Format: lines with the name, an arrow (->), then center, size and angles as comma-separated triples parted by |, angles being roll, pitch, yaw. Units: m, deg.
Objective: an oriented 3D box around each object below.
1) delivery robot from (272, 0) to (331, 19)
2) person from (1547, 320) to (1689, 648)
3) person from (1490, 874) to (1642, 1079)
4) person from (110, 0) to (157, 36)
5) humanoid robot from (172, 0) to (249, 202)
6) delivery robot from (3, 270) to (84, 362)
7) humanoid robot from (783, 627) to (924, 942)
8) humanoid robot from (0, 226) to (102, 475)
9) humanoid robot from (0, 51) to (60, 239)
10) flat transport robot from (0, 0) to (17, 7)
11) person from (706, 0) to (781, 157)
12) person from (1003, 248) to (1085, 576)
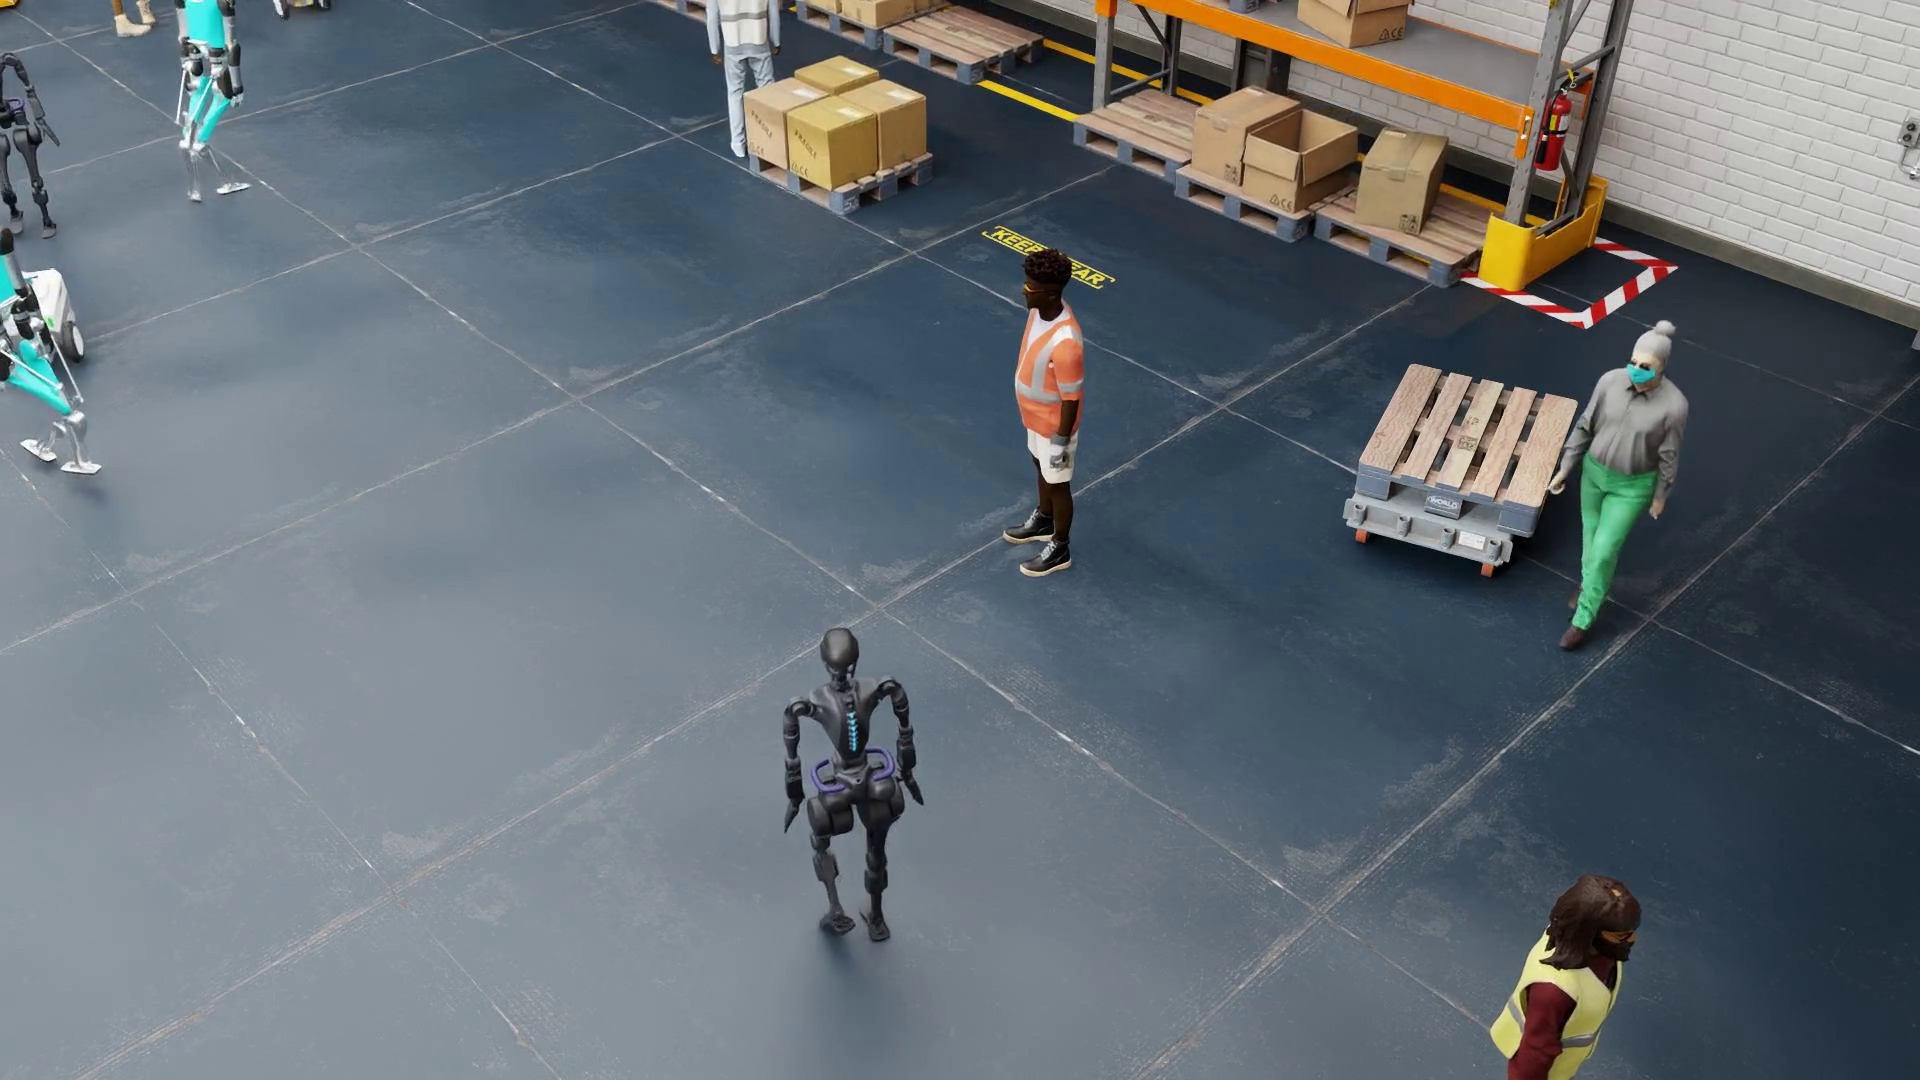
delivery robot -> -6.706, -5.588, 16.709 | 0.499, 0.613, 0.803 | -24, 43, -28
person -> 3.343, -0.291, 8.630 | 0.769, 1.811, 0.543 | -27, 45, -31
person -> 2.073, 1.812, 5.889 | 0.367, 1.768, 0.476 | 25, 44, 30
person -> -8.122, -5.883, 15.889 | 0.434, 2.011, 0.628 | 9, 38, 12
humanoid robot -> -5.910, -3.464, 12.919 | 0.587, 1.797, 0.853 | 9, 38, 12
delivery robot -> -6.277, -1.506, 11.304 | 0.499, 0.612, 0.789 | -12, 39, -15
humanoid robot -> -0.451, 1.041, 6.984 | 0.608, 1.645, 0.340 | -12, 39, -16
humanoid robot -> -5.428, -1.089, 9.754 | 0.913, 1.766, 0.553 | 11, 38, 14
humanoid robot -> -7.107, -3.071, 12.434 | 0.590, 1.648, 0.368 | -22, 42, -26
flat transport robot -> -10.331, -5.543, 16.872 | 1.431, 0.231, 0.659 | -10, 38, -12
person -> -1.749, -4.059, 13.551 | 0.595, 1.910, 0.386 | -8, 38, -10
person -> 0.475, -0.686, 9.035 | 0.374, 1.966, 0.604 | -7, 38, -9
